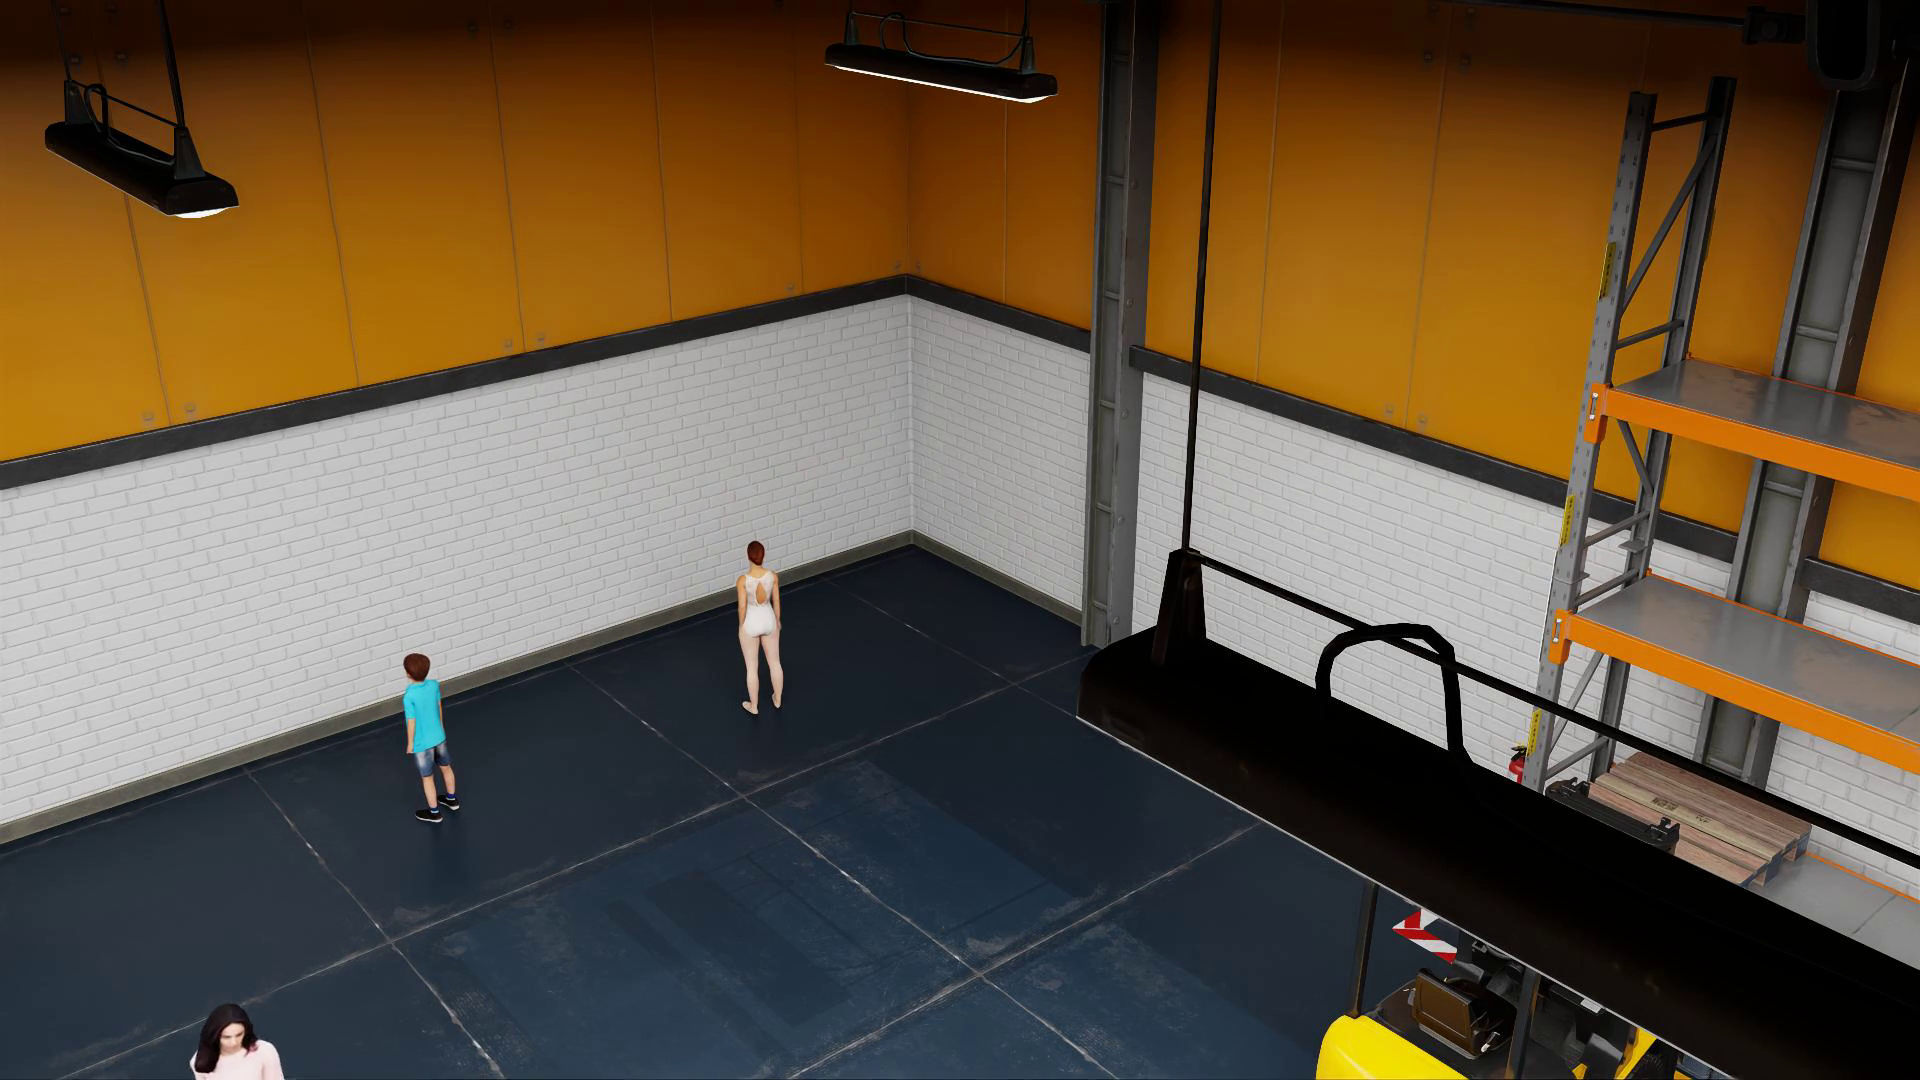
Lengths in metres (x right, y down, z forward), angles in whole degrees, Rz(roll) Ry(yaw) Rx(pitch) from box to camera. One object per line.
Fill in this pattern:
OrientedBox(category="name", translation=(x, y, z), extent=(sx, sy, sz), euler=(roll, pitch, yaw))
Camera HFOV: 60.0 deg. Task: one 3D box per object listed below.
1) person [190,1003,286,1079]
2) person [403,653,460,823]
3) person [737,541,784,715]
OrientedBox(category="person", translation=(-3.865, 3.191, 9.107), extent=(1.030, 1.708, 1.268), euler=(-4, 24, -9))
OrientedBox(category="person", translation=(-4.222, 1.547, 13.192), extent=(0.580, 1.449, 0.579), euler=(13, 27, 26))
OrientedBox(category="person", translation=(-1.775, 0.765, 14.736), extent=(0.592, 1.644, 0.542), euler=(-12, 26, -25))
